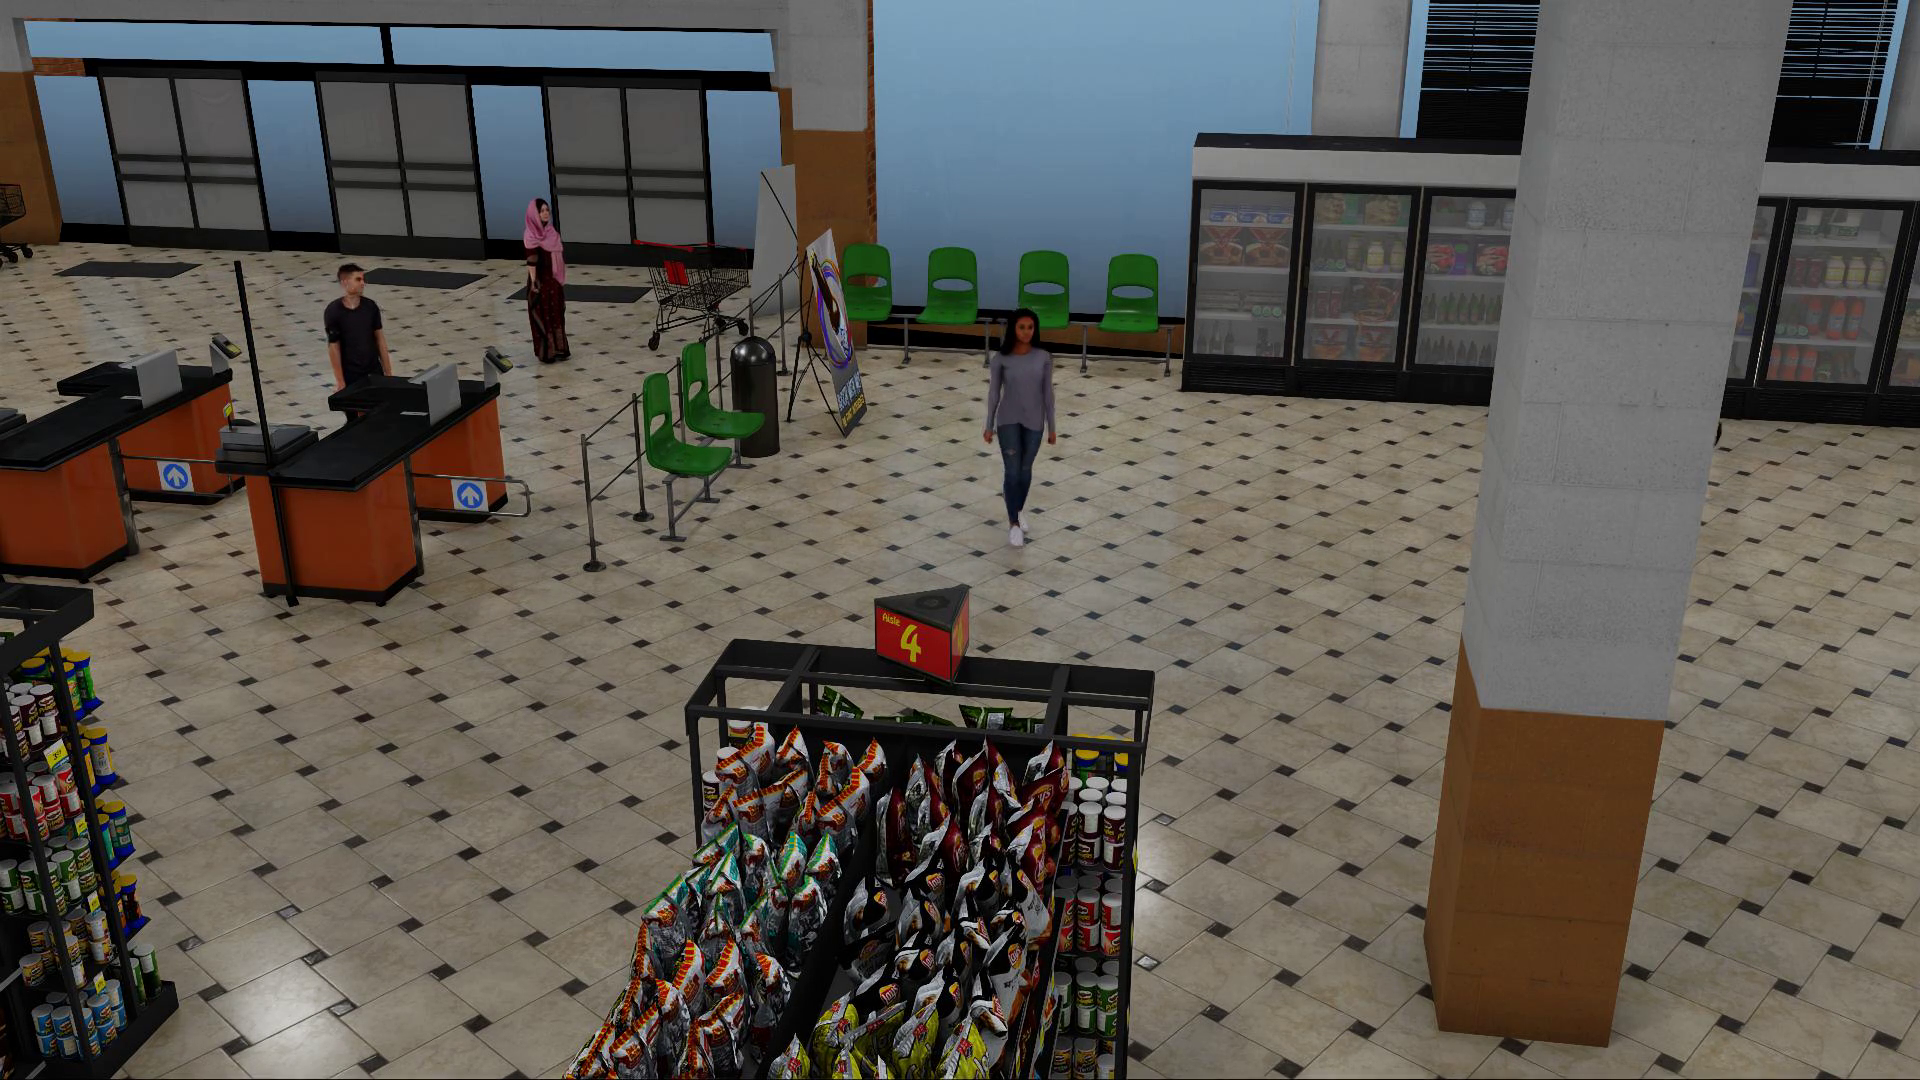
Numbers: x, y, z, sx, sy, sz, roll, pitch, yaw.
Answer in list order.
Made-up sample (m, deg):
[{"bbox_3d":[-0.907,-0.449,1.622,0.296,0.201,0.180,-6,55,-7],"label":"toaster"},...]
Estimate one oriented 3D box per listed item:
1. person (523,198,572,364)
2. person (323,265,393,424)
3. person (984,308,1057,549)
[{"bbox_3d":[-4.150,-2.600,16.616,0.785,1.638,0.634,10,24,24],"label":"person"},{"bbox_3d":[-4.774,-1.317,13.259,0.724,1.759,0.823,-17,28,-37],"label":"person"},{"bbox_3d":[0.422,-0.863,12.195,0.848,1.711,0.984,-5,23,-13],"label":"person"}]
